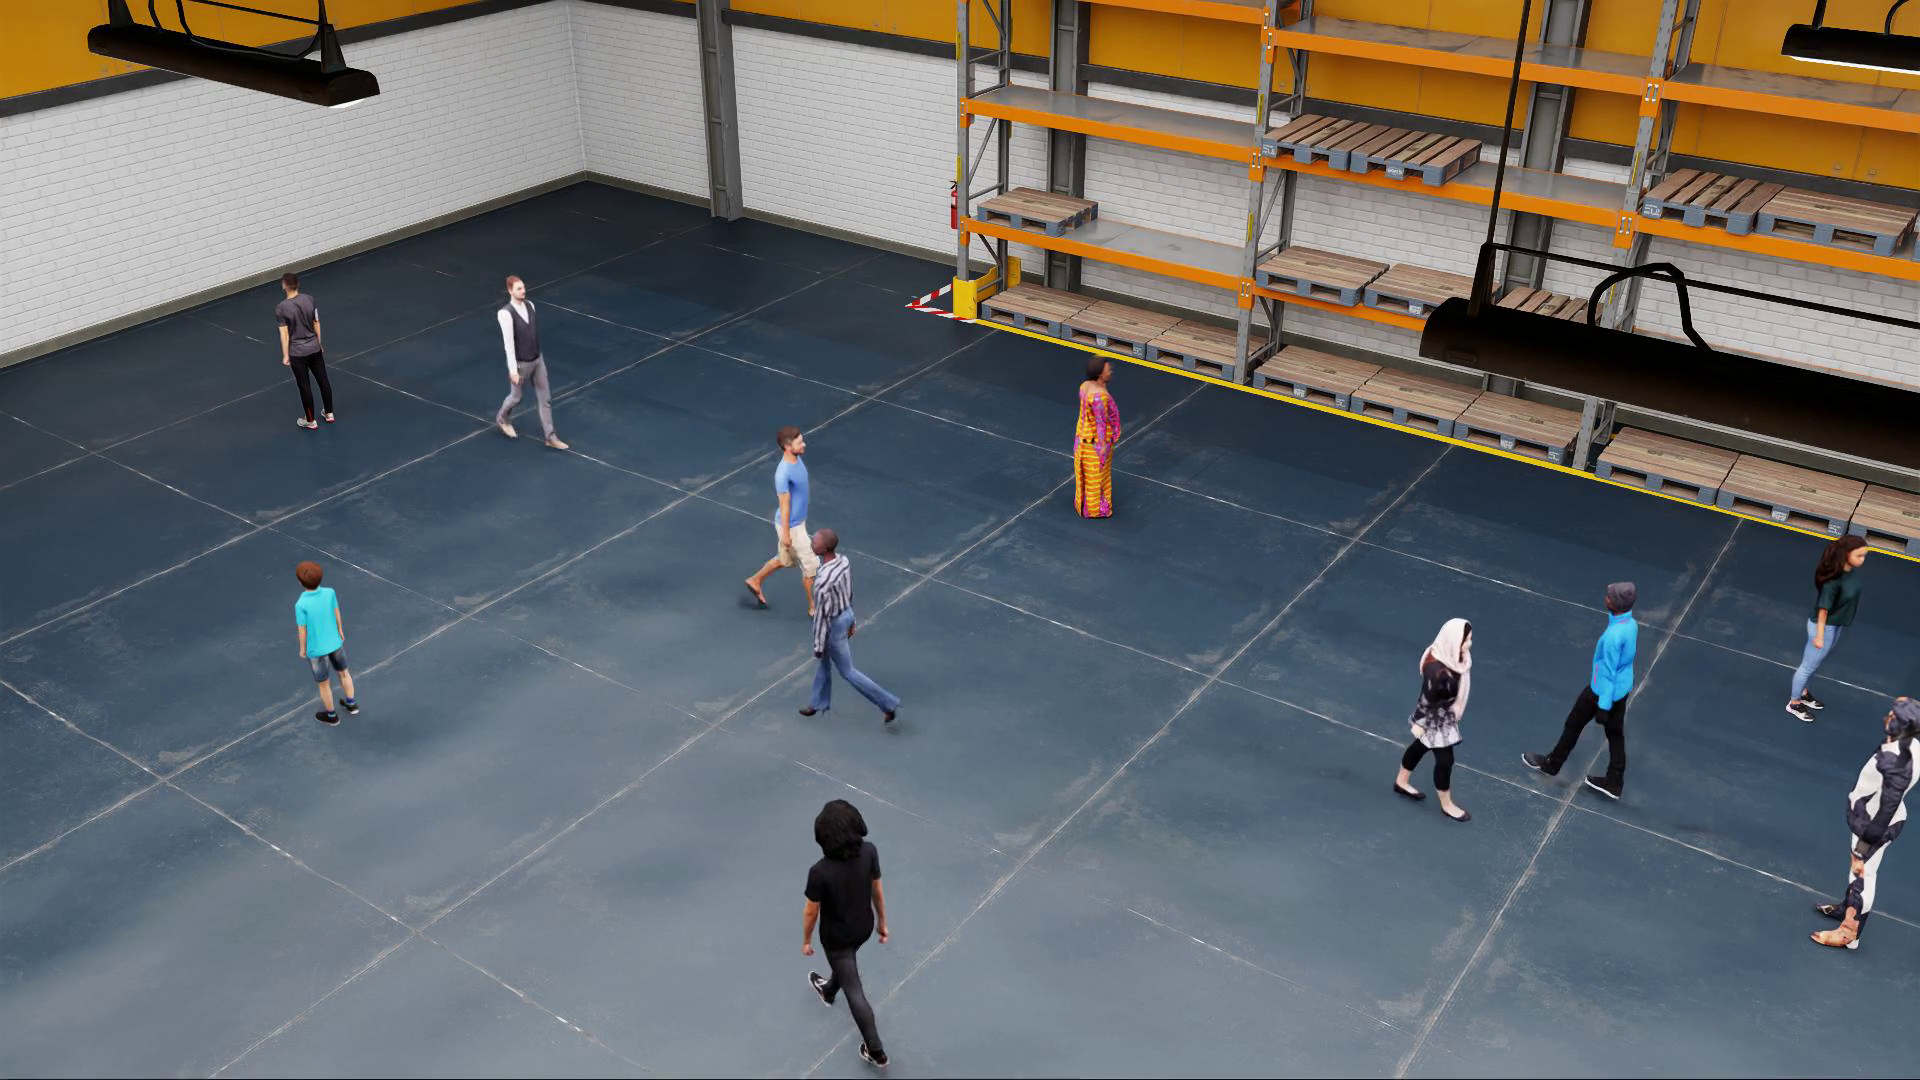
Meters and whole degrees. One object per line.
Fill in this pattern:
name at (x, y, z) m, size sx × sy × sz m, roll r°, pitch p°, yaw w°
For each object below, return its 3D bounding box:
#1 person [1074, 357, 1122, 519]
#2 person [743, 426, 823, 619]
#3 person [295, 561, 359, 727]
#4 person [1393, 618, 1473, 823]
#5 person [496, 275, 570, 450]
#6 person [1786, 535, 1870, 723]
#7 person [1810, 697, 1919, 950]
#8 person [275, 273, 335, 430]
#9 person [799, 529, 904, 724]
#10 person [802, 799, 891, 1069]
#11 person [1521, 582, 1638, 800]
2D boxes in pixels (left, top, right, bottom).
person at (1.355, -1.049, 16.456) m, size 0.840 × 1.686 × 0.776 m, roll -6°, pitch 29°, yaw -12°
person at (-1.555, -0.151, 14.652) m, size 1.239 × 1.836 × 0.977 m, roll 4°, pitch 29°, yaw 7°
person at (-5.084, 0.813, 13.289) m, size 0.479 × 1.449 × 0.516 m, roll 19°, pitch 34°, yaw 30°
person at (3.438, 1.259, 12.306) m, size 0.863 × 1.609 × 0.648 m, roll 20°, pitch 34°, yaw 32°
person at (-4.722, -1.914, 17.804) m, size 1.207 × 1.912 × 0.693 m, roll 17°, pitch 33°, yaw 28°
person at (6.959, 0.675, 13.369) m, size 0.635 × 1.615 × 0.634 m, roll -26°, pitch 38°, yaw -38°
person at (6.012, 1.853, 10.918) m, size 0.593 × 1.893 × 0.688 m, roll 17°, pitch 33°, yaw 28°
person at (-7.205, -2.088, 18.279) m, size 0.550 × 1.765 × 0.636 m, roll 20°, pitch 35°, yaw 33°
person at (-0.880, 0.735, 13.108) m, size 1.204 × 1.759 × 0.920 m, roll 6°, pitch 29°, yaw 11°
person at (-0.644, 2.399, 10.023) m, size 0.922 × 1.792 × 1.248 m, roll -19°, pitch 34°, yaw -31°
person at (4.898, 1.158, 12.325) m, size 1.007 × 1.766 × 0.716 m, roll 23°, pitch 36°, yaw 35°
